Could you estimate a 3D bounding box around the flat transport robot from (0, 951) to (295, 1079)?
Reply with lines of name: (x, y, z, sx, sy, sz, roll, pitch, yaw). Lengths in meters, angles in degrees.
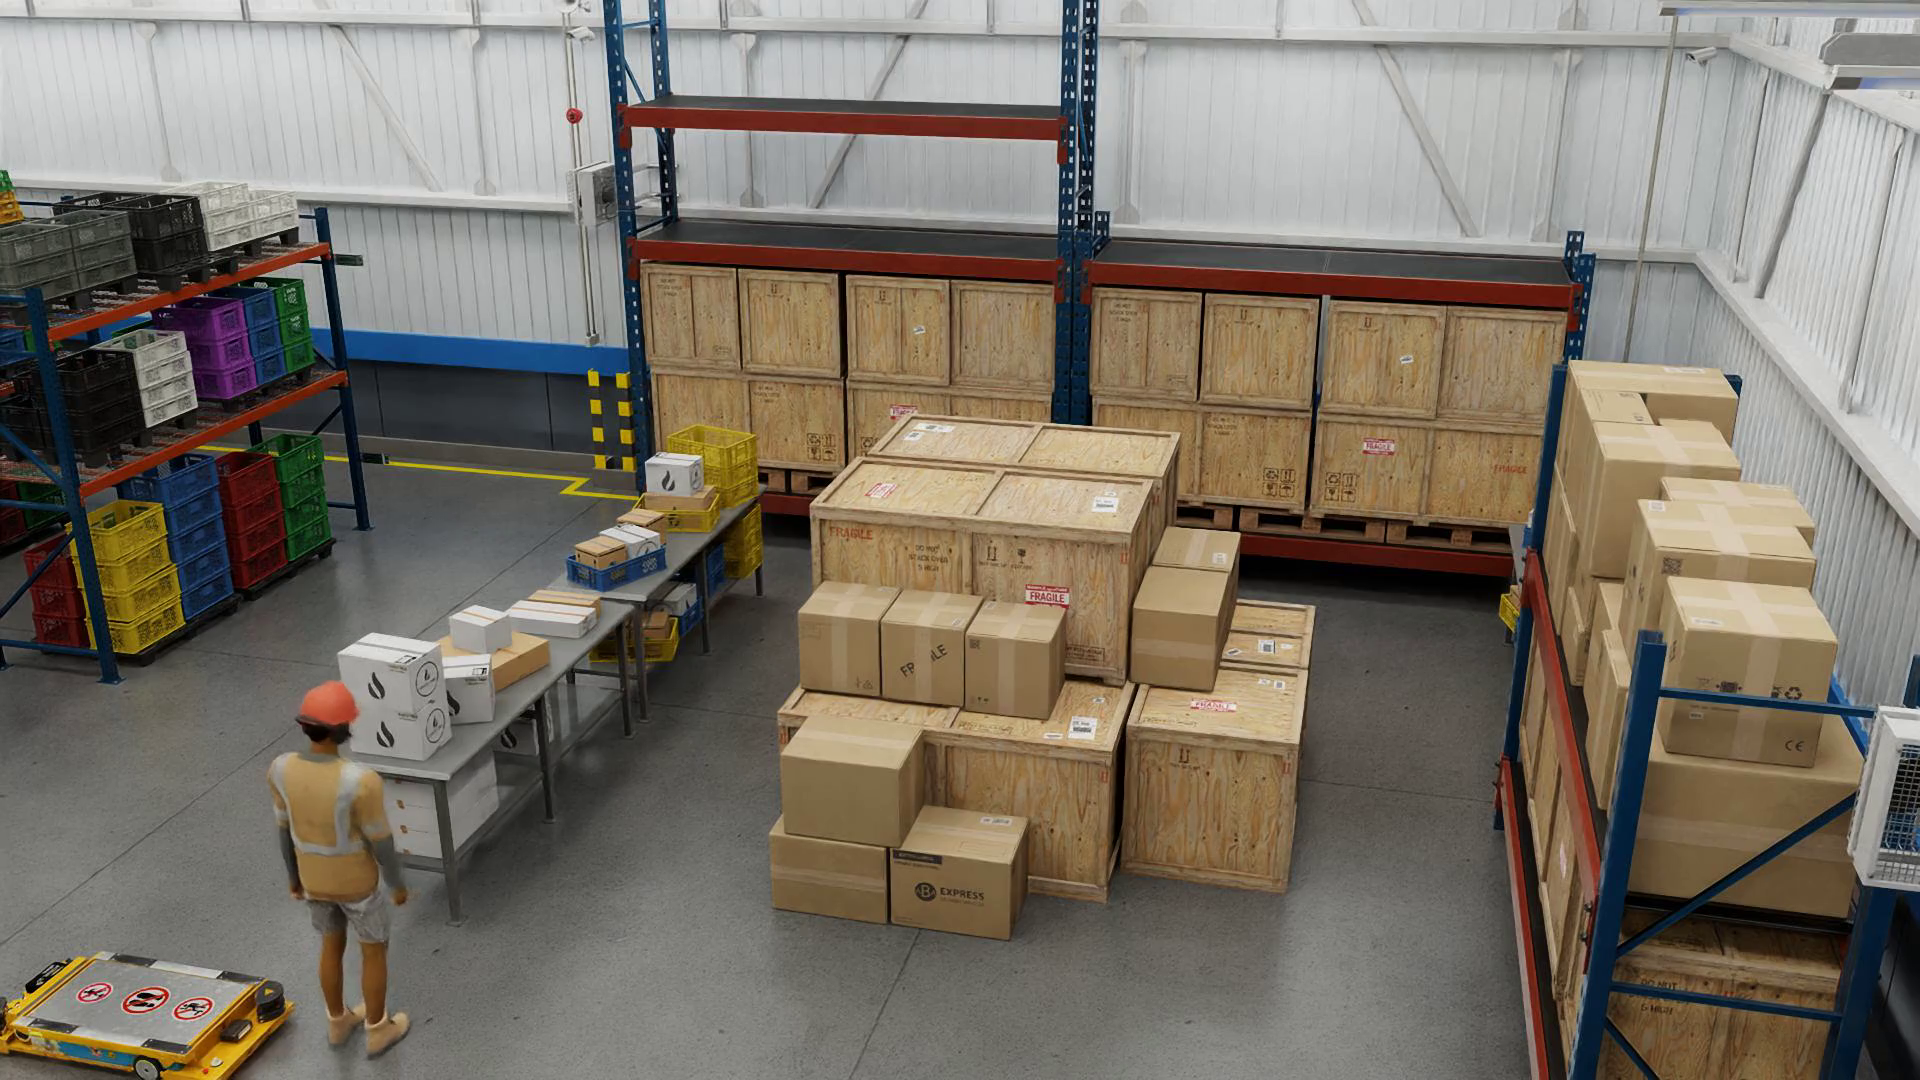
flat transport robot: (-4.270, 2.464, 8.601, 1.431, 0.231, 0.659, 5, 22, 13)

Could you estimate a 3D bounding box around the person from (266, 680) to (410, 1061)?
person: (-3.065, 1.651, 8.272, 0.625, 2.022, 0.456, 6, 22, 15)
